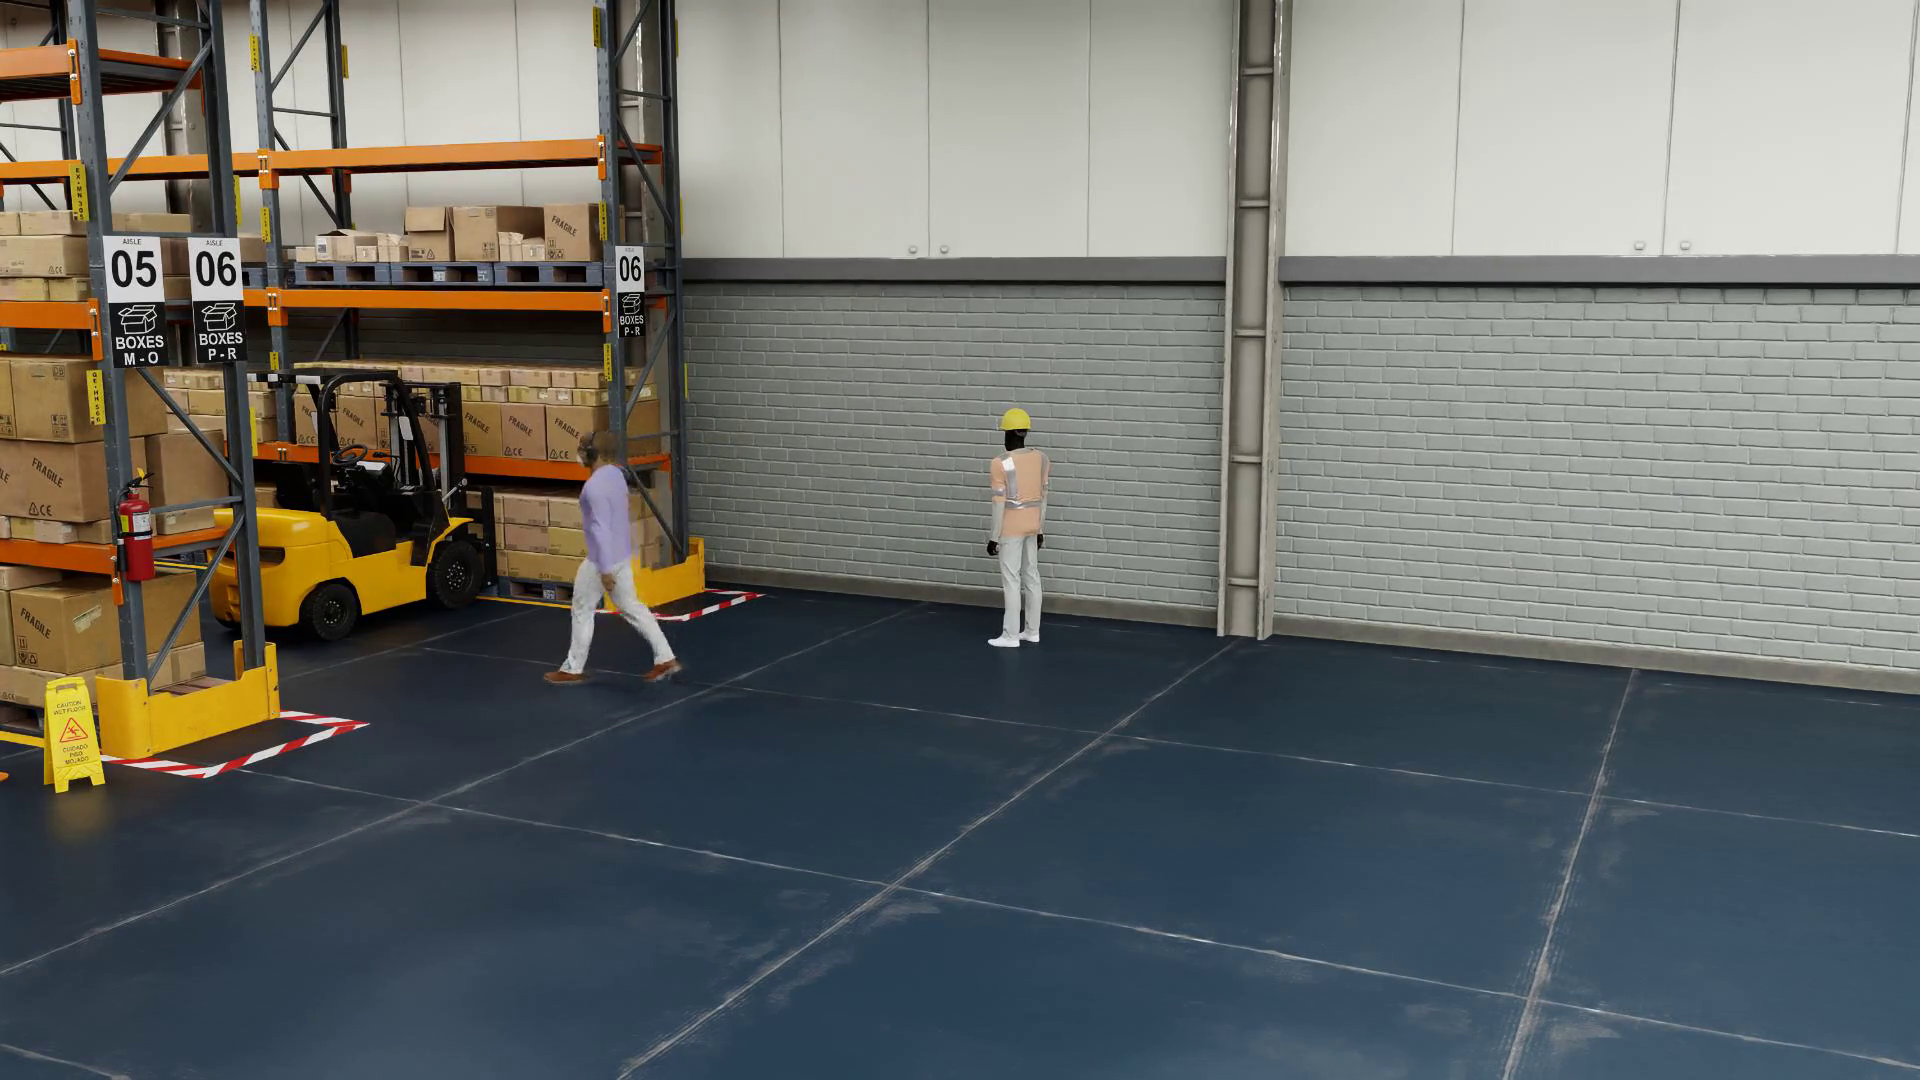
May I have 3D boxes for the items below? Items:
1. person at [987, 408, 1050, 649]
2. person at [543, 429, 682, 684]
[{"bbox_3d":[0.452,-0.091,13.332,0.590,1.927,0.367,-8,12,-42],"label":"person"},{"bbox_3d":[-2.518,0.133,12.093,1.012,1.895,0.646,1,9,7],"label":"person"}]
